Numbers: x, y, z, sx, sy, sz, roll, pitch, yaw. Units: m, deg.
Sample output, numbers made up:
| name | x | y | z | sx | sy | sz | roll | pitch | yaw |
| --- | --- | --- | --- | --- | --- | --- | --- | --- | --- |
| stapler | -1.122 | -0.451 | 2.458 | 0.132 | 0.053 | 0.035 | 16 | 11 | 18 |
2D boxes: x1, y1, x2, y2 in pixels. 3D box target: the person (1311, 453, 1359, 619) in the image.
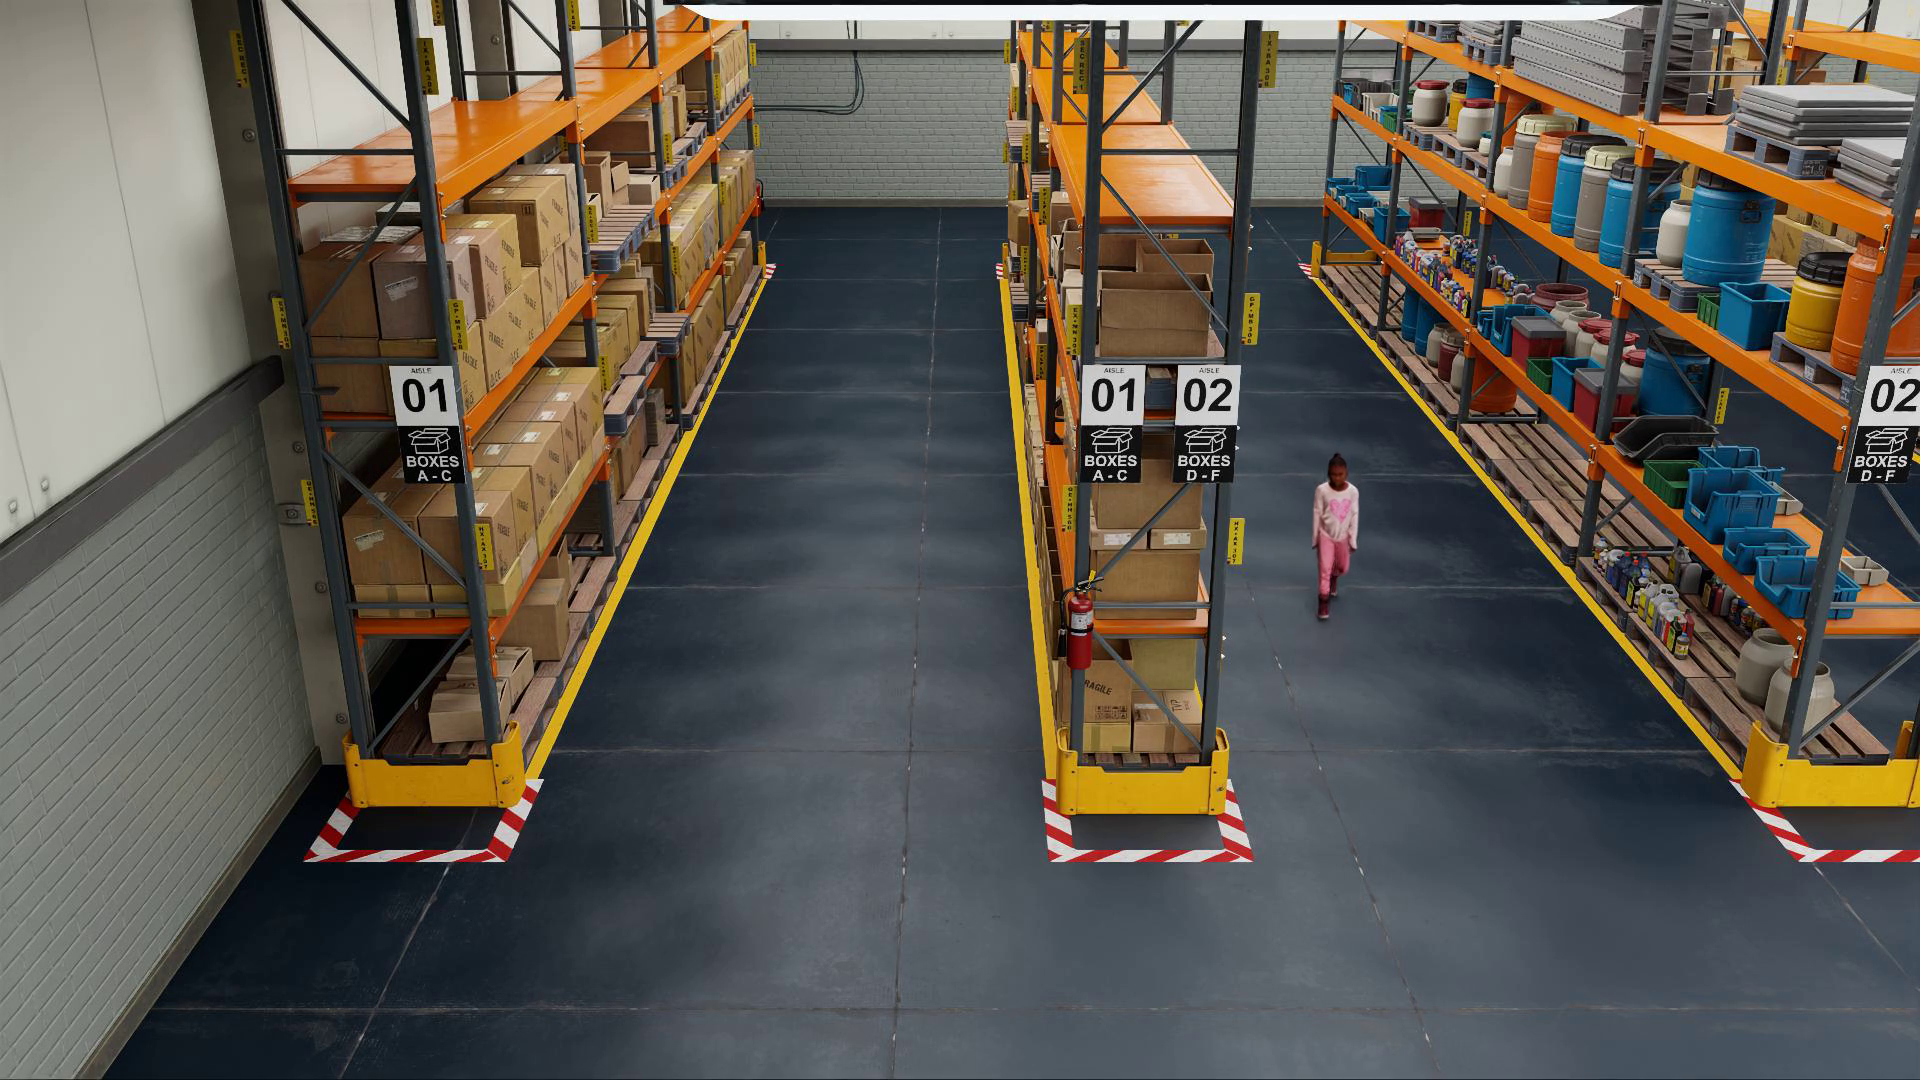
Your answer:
| name | x | y | z | sx | sy | sz | roll | pitch | yaw |
| --- | --- | --- | --- | --- | --- | --- | --- | --- | --- |
| person | 3.253 | -0.068 | 14.471 | 0.578 | 1.429 | 0.861 | 2 | 22 | 5 |
